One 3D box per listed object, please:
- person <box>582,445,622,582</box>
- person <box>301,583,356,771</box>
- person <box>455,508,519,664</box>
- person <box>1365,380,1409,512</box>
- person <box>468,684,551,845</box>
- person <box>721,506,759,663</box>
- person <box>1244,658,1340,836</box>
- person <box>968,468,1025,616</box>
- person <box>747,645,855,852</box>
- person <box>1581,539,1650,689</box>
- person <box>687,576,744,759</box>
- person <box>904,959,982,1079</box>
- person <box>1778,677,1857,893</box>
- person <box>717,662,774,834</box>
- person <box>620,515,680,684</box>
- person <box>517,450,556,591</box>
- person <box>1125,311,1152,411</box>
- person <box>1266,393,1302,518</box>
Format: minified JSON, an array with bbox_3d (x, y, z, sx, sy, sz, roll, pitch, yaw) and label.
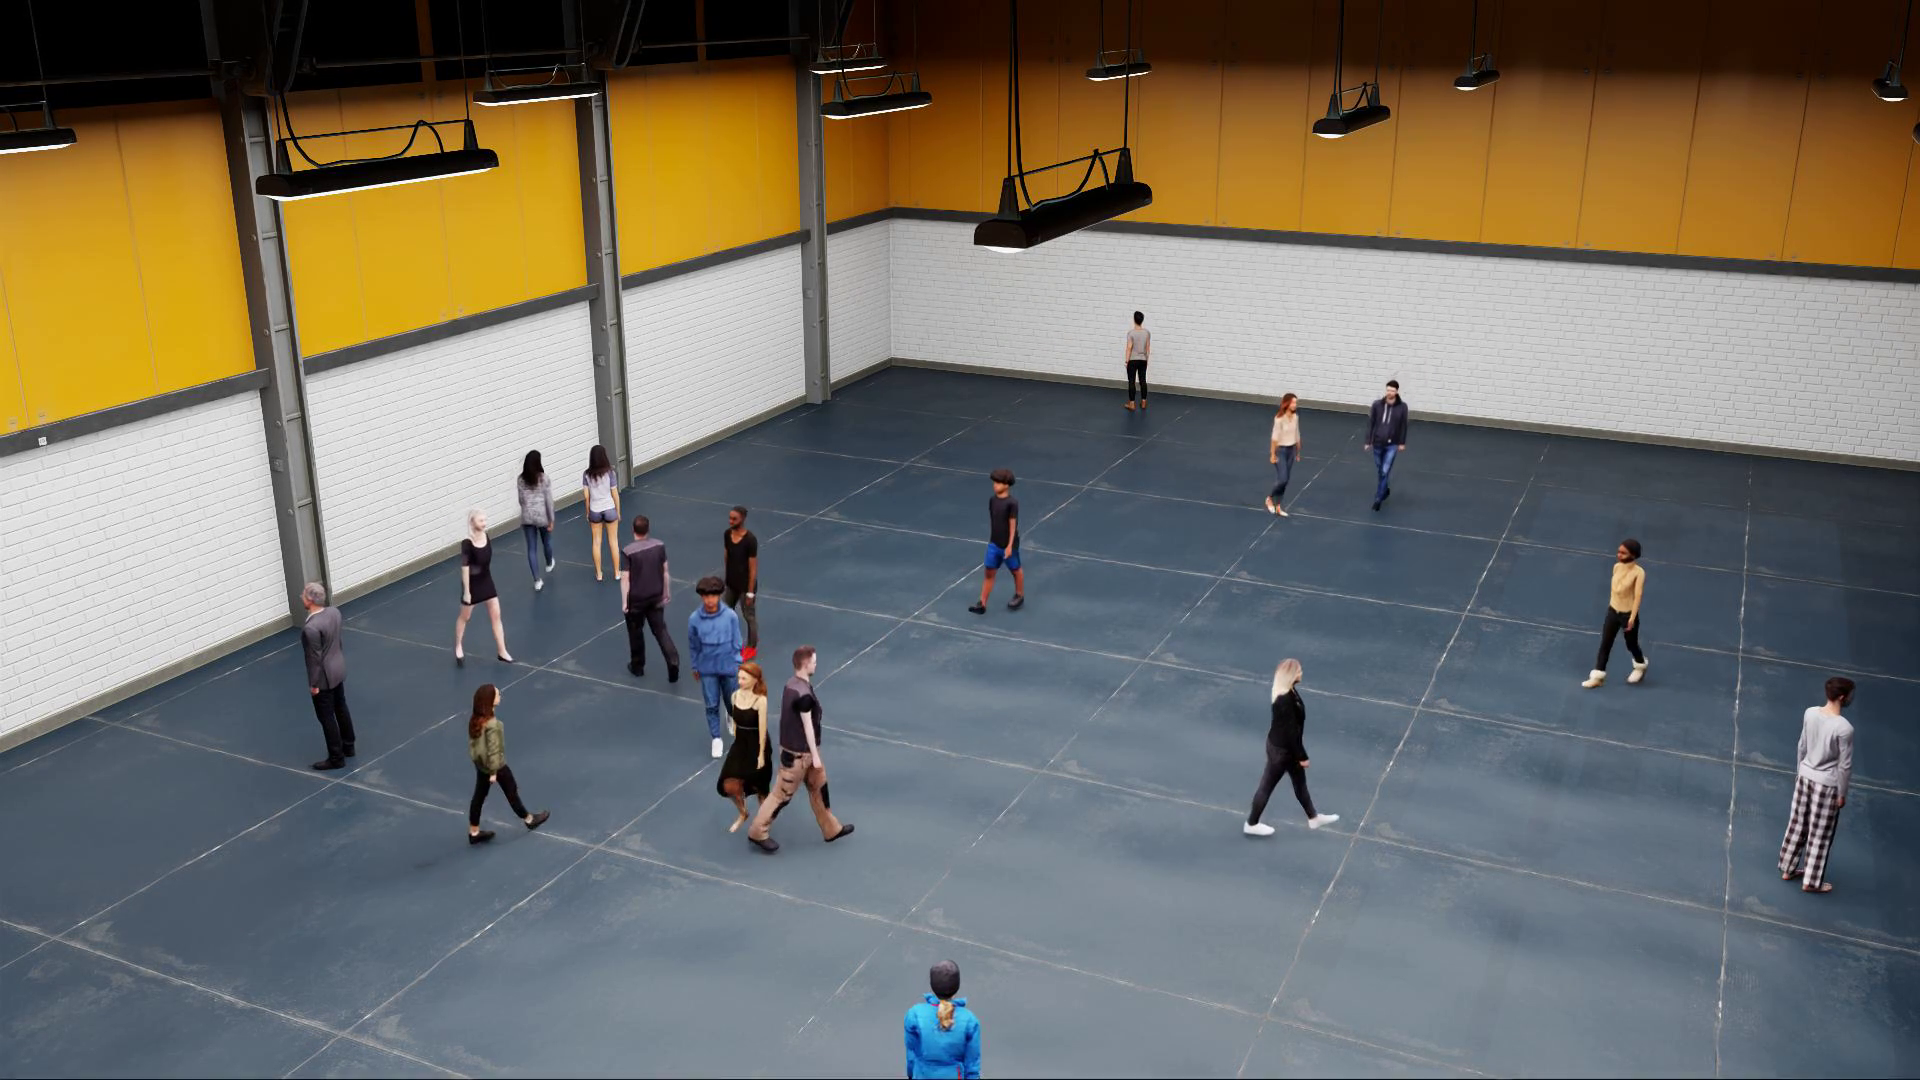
[{"bbox_3d":[-4.458,-0.344,20.758,0.659,1.734,0.657,-1,19,-2],"label":"person"},{"bbox_3d":[-6.031,1.269,15.805,0.858,1.839,0.665,2,19,5],"label":"person"},{"bbox_3d":[-5.327,0.516,18.127,0.681,1.784,0.932,10,21,26],"label":"person"},{"bbox_3d":[6.066,-1.366,23.629,0.714,1.838,1.218,9,21,25],"label":"person"},{"bbox_3d":[-4.127,1.961,14.370,1.019,1.444,0.826,-15,24,-38],"label":"person"},{"bbox_3d":[-2.336,0.466,18.262,0.740,1.793,0.715,13,23,34],"label":"person"},{"bbox_3d":[2.695,1.833,14.423,0.870,1.653,1.061,3,19,9],"label":"person"},{"bbox_3d":[0.586,0.022,19.654,0.834,1.746,1.191,15,24,38],"label":"person"},{"bbox_3d":[-1.475,1.817,14.262,1.233,1.785,1.256,-2,19,-7],"label":"person"},{"bbox_3d":[7.073,0.783,17.564,1.165,1.638,1.006,-10,21,-28],"label":"person"},{"bbox_3d":[-2.338,1.183,16.121,0.887,1.801,0.974,-1,19,-3],"label":"person"},{"bbox_3d":[-0.125,3.332,9.780,0.821,1.775,1.052,2,19,5],"label":"person"},{"bbox_3d":[7.061,1.990,13.653,0.759,1.847,0.702,-7,20,-21],"label":"person"},{"bbox_3d":[-1.768,1.803,14.571,0.581,1.615,0.628,10,21,27],"label":"person"},{"bbox_3d":[-3.296,0.657,17.648,1.186,1.823,1.121,-13,23,-34],"label":"person"},{"bbox_3d":[-5.236,-0.218,20.453,0.948,1.691,1.162,-1,19,-4],"label":"person"},{"bbox_3d":[3.099,-3.153,29.120,0.680,1.722,0.733,-6,20,-17],"label":"person"},{"bbox_3d":[4.468,-1.215,23.274,0.723,1.780,0.798,-12,22,-32],"label":"person"}]
